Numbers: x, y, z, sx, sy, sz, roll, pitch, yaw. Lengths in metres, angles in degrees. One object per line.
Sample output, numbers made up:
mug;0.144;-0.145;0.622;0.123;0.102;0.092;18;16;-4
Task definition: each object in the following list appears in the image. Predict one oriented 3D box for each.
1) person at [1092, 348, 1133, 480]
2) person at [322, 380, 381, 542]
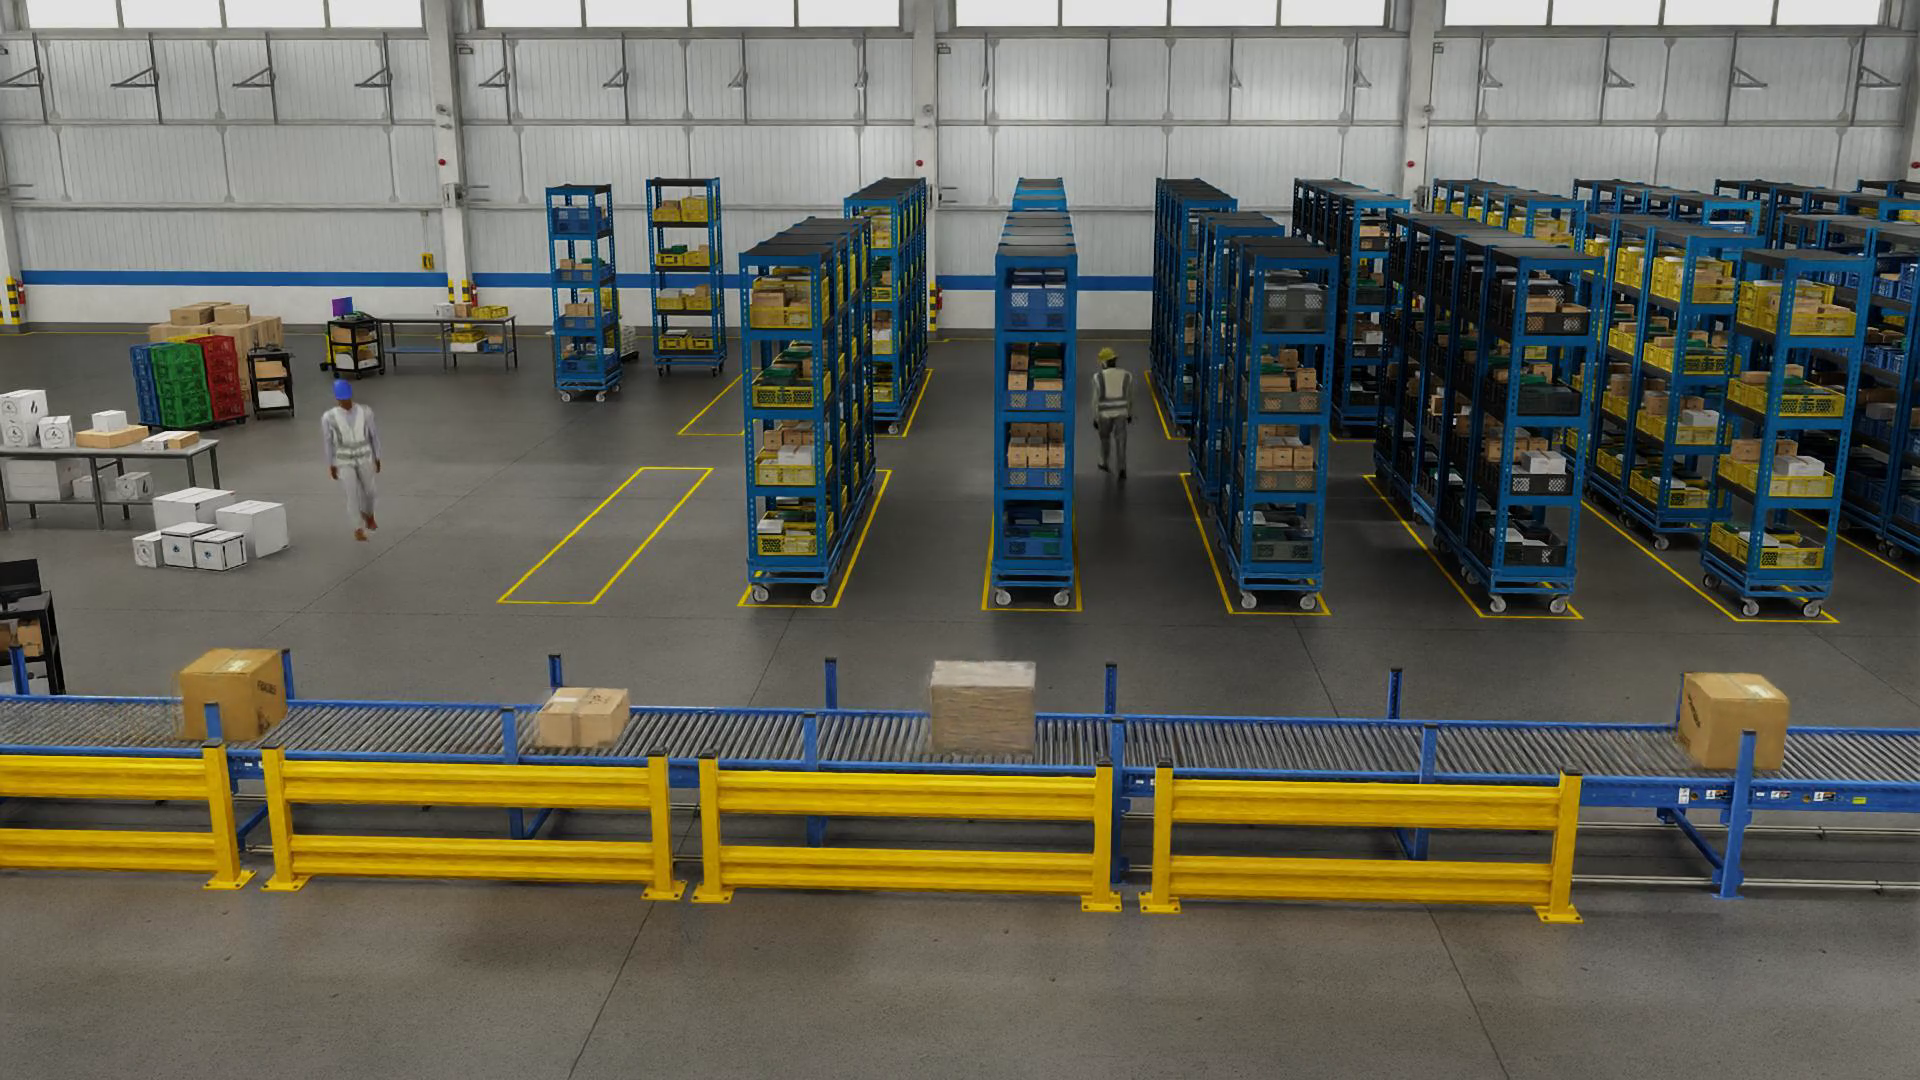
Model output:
person;2.074;-1.716;22.565;0.596;1.775;0.953;-2;15;-6
person;-7.054;-0.929;19.362;0.613;1.920;0.481;-10;18;-32
